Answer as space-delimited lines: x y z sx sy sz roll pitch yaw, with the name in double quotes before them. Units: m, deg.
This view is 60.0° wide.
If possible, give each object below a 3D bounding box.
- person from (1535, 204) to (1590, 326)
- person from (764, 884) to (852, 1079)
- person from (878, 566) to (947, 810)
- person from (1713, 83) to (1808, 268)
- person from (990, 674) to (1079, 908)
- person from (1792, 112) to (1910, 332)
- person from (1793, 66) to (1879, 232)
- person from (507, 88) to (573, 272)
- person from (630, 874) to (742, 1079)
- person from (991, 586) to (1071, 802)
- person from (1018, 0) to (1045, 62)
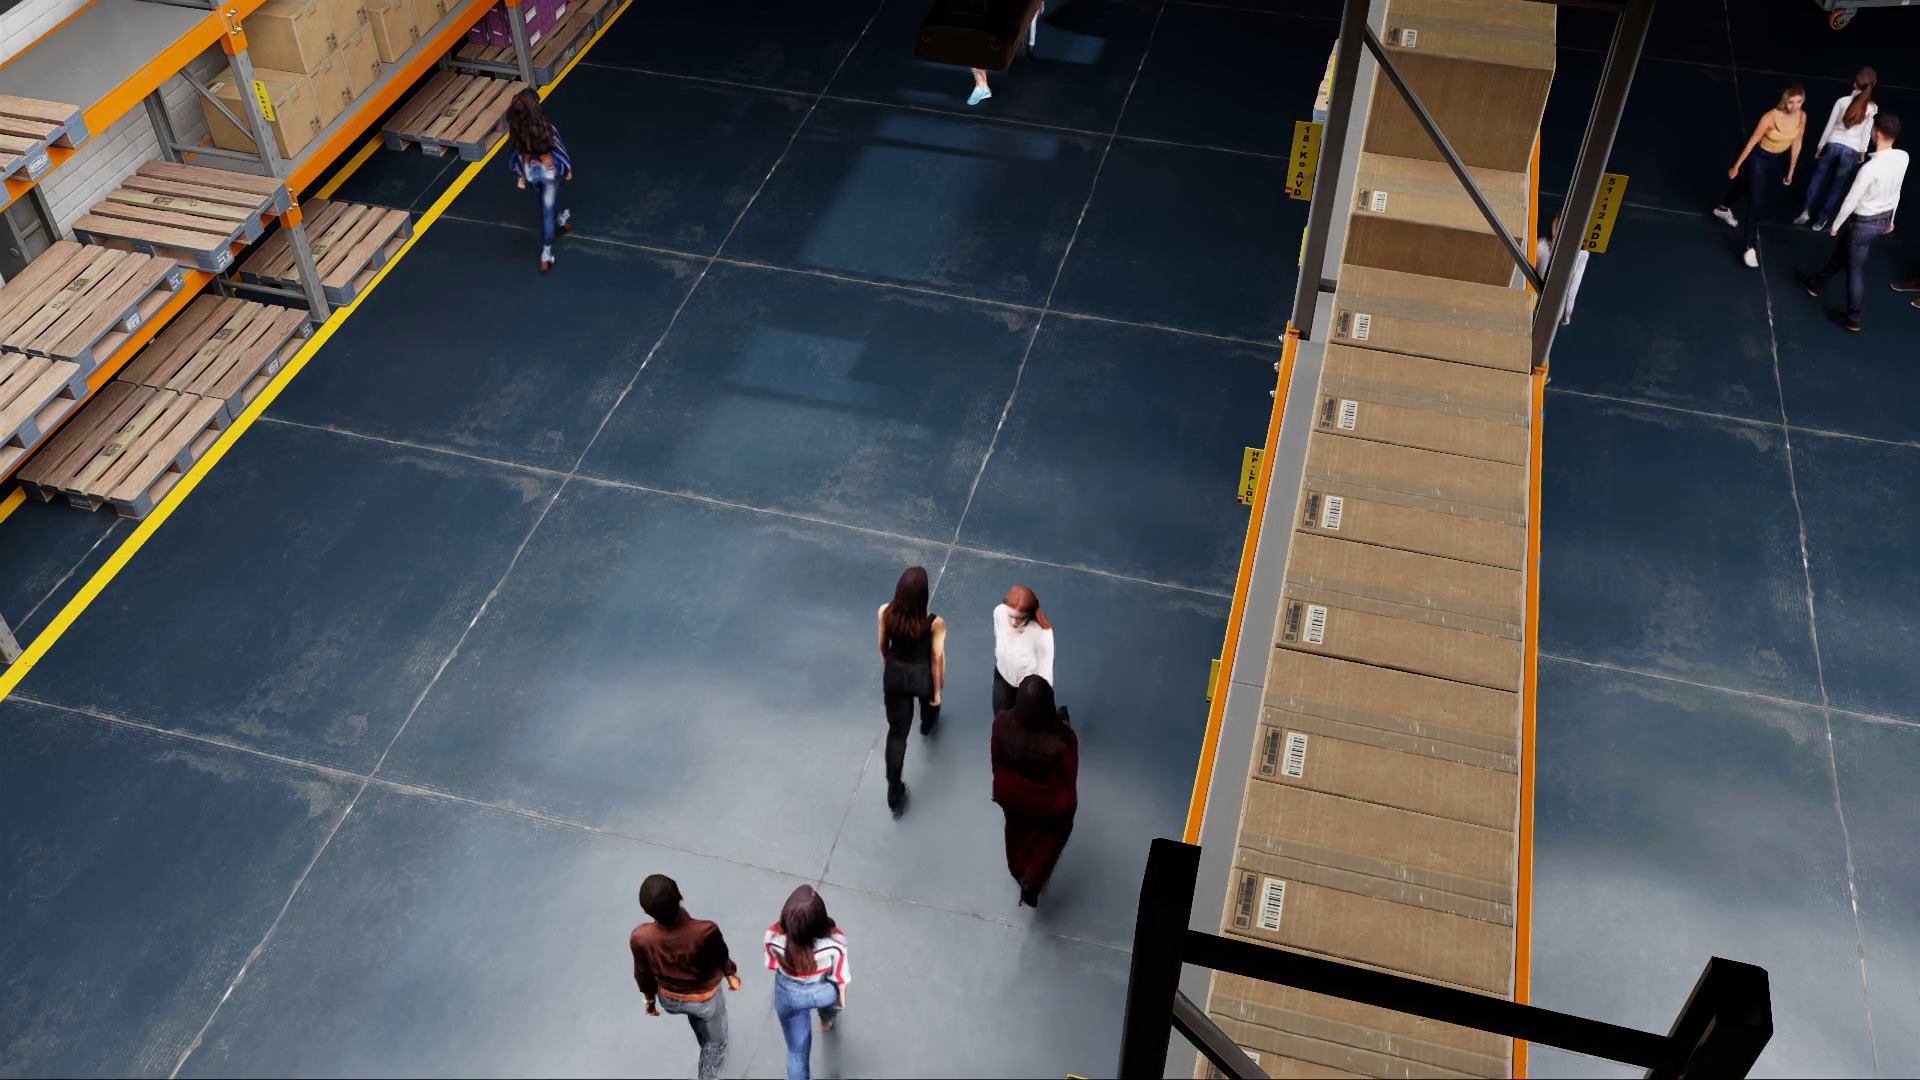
"person" 4.394 -1.691 12.586 0.608 1.754 1.088 11 45 11
"person" -0.787 2.361 8.463 0.826 1.575 1.140 -3 44 -3
"person" -0.312 0.894 9.953 0.619 1.645 1.150 9 44 9
"person" 6.895 -3.254 14.356 0.975 1.576 1.225 -10 45 -10
"person" 0.380 1.471 9.276 0.714 1.742 0.798 17 46 17
"person" 7.360 -2.492 13.367 1.076 1.836 1.141 -17 46 -17
"person" 7.641 -3.353 14.486 0.680 1.540 0.807 27 50 25
"person" -3.570 -3.034 14.126 0.705 1.575 1.041 6 44 7
"person" -1.361 2.360 8.341 0.746 1.746 1.107 6 44 6
"person" 0.416 0.840 9.942 0.856 1.738 1.047 29 51 27
"person" 0.710 -5.530 17.027 0.521 1.188 0.621 5 44 5
